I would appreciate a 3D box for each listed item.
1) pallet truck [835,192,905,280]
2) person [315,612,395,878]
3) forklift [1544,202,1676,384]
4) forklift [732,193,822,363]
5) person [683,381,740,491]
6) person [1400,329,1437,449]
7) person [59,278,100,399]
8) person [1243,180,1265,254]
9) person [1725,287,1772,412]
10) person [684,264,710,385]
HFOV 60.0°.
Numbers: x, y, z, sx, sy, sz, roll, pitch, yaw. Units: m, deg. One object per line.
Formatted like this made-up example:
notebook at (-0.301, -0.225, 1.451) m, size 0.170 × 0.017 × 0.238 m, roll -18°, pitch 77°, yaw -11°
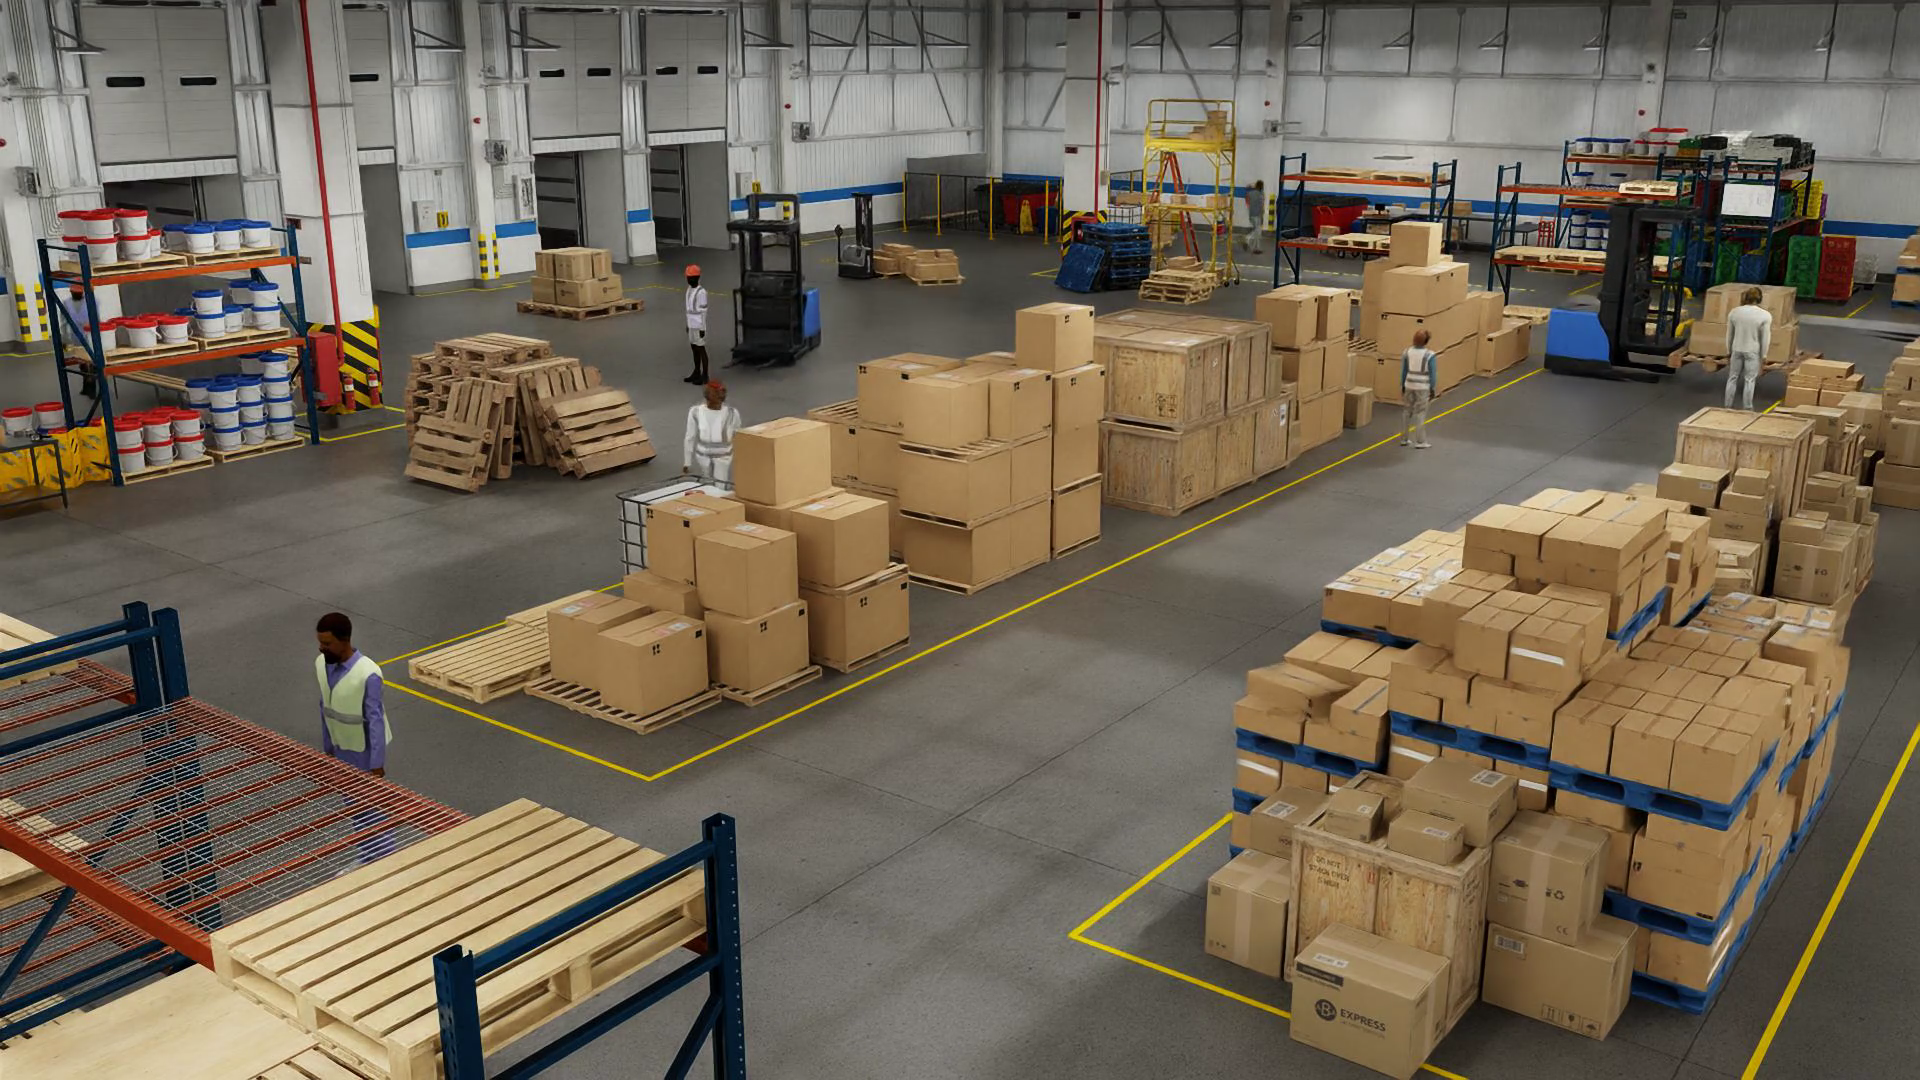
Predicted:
pallet truck at (-1.936, -7.159, 38.982) m, size 1.885 × 1.965 × 0.823 m, roll -12°, pitch 21°, yaw -34°
person at (-3.962, 1.366, 10.913) m, size 0.592 × 1.909 × 0.409 m, roll 11°, pitch 20°, yaw 33°
forklift at (10.854, -4.134, 27.462) m, size 1.873 × 2.768 × 1.129 m, roll 12°, pitch 21°, yaw 35°
forklift at (-3.214, -4.669, 29.235) m, size 1.129 × 2.768 × 1.873 m, roll 4°, pitch 17°, yaw 12°
person at (-2.727, -0.865, 18.455) m, size 0.599 × 1.819 × 1.030 m, roll 3°, pitch 17°, yaw 9°
person at (6.265, -2.071, 22.751) m, size 0.311 × 1.636 × 0.523 m, roll -14°, pitch 22°, yaw -40°
person at (-13.642, -3.130, 25.847) m, size 0.632 × 1.871 × 0.946 m, roll -6°, pitch 18°, yaw -18°
person at (7.690, -8.362, 43.078) m, size 0.473 × 1.922 × 0.636 m, roll -6°, pitch 18°, yaw -20°
person at (11.591, -2.758, 24.512) m, size 0.372 × 1.940 × 0.630 m, roll -15°, pitch 23°, yaw -41°
person at (-4.285, -3.483, 26.906) m, size 0.349 × 1.940 × 0.551 m, roll -12°, pitch 21°, yaw -35°
